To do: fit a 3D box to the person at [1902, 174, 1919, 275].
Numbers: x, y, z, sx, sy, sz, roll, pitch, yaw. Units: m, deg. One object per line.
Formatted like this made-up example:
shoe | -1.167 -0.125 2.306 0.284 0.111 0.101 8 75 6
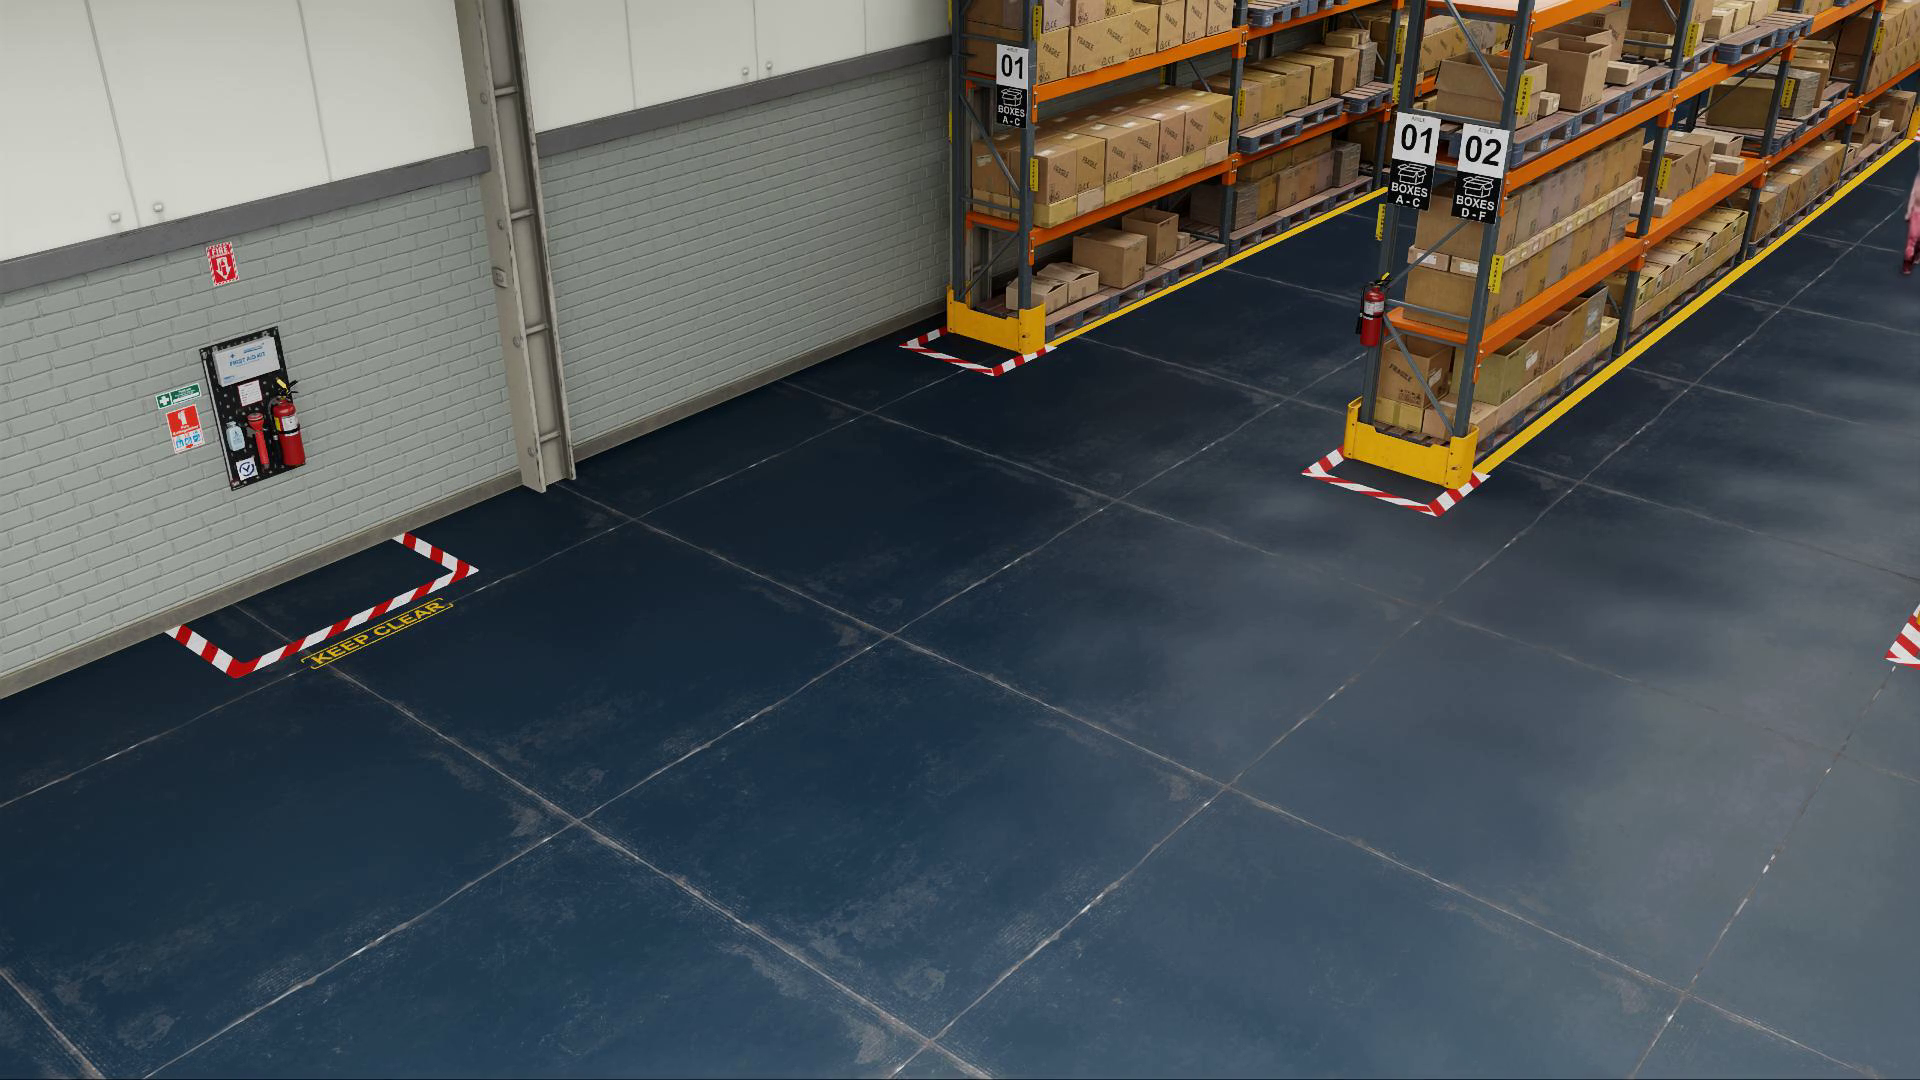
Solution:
person | 11.586 -3.950 19.965 0.721 1.434 0.963 11 30 20
